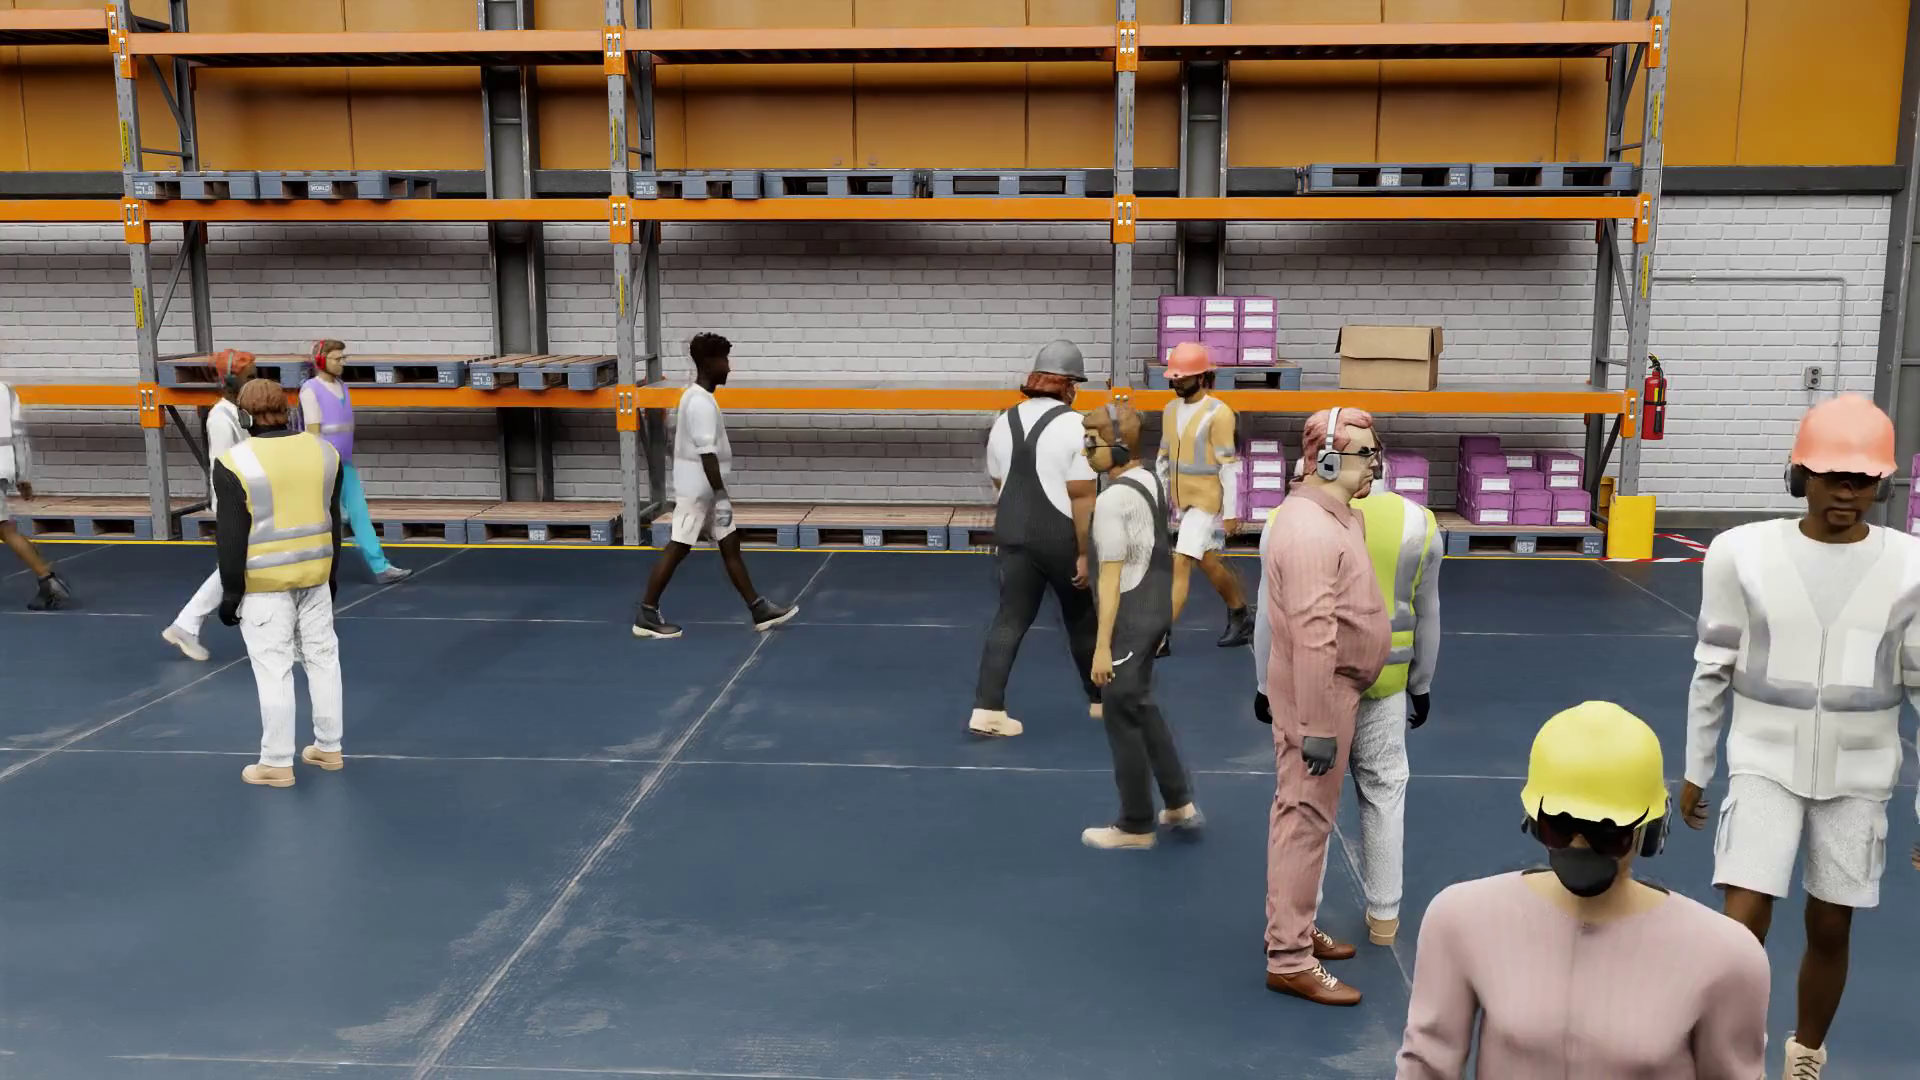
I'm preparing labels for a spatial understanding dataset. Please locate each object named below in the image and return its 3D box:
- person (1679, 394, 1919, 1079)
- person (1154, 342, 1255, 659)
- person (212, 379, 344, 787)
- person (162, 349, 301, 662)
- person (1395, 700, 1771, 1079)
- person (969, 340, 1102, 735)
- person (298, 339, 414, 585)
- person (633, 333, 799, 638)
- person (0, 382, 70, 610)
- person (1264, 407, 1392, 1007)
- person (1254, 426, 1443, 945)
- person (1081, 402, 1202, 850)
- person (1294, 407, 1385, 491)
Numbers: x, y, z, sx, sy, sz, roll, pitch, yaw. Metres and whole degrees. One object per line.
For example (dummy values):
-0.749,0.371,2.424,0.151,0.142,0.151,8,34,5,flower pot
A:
2.245,0.636,4.363,0.635,2.024,0.588,4,11,24,person
1.437,-0.245,9.939,0.964,1.890,0.561,-5,11,-29,person
-3.077,0.193,7.518,0.430,1.837,0.624,6,12,33,person
-4.221,-0.185,9.671,0.919,1.858,0.573,-2,10,-13,person
0.966,1.080,2.668,0.549,1.715,0.924,5,11,27,person
0.427,-0.048,8.322,0.686,2.000,1.060,8,13,41,person
-4.502,-0.546,11.962,0.992,1.789,0.590,2,10,10,person
-1.568,-0.328,10.346,1.064,1.906,0.615,-1,10,-8,person
-6.493,-0.454,11.178,1.002,1.891,0.551,1,10,6,person
1.185,0.519,5.394,0.402,1.906,0.651,2,10,12,person
1.324,0.492,5.751,0.633,1.839,0.427,0,10,2,person
0.722,0.362,6.591,0.462,1.822,0.608,5,11,25,person
2.032,0.076,8.895,0.522,1.601,0.837,6,11,30,person
